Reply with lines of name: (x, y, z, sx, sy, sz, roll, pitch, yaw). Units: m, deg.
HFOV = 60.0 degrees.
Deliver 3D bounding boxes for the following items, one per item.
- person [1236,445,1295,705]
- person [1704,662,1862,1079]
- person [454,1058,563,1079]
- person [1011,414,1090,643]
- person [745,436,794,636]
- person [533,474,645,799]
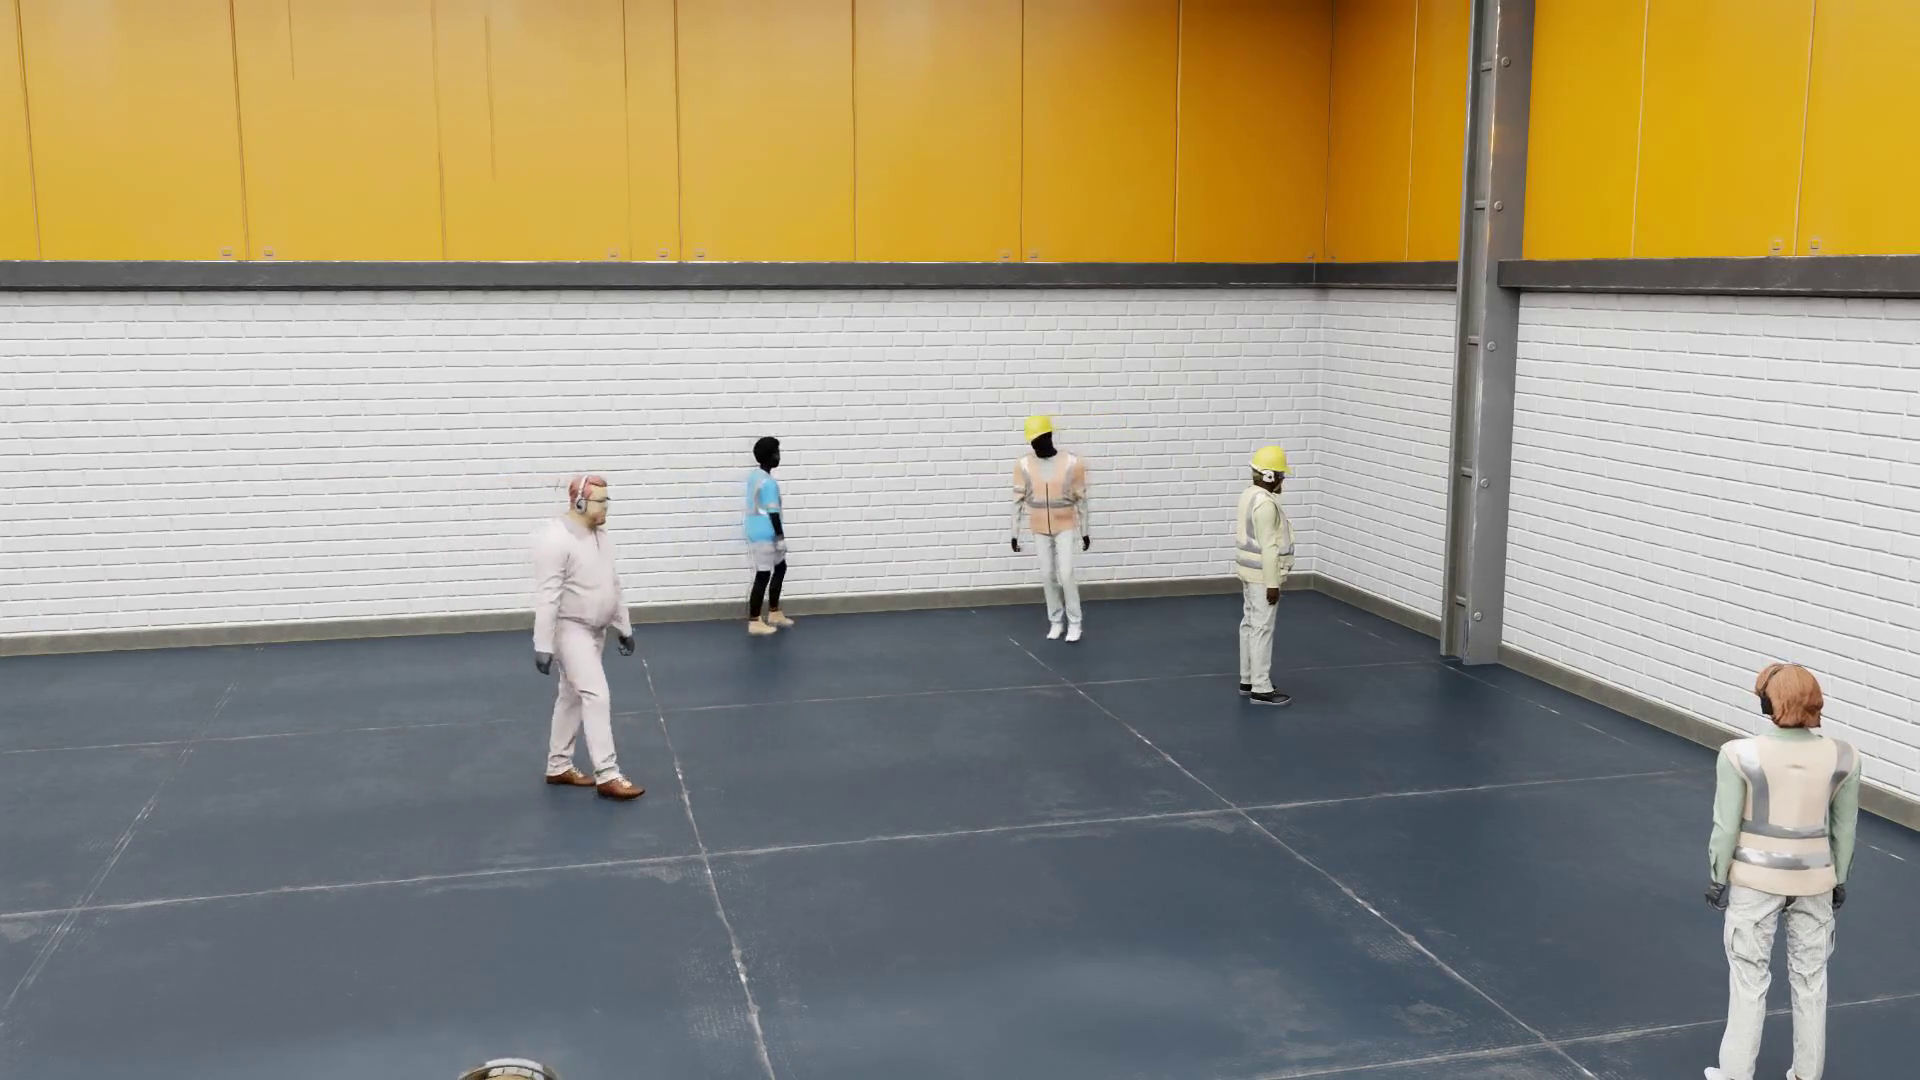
person: (2.157, 0.243, 11.762, 0.404, 1.830, 0.588, -1, 9, -5)
person: (2.980, 1.255, 6.048, 0.511, 1.638, 0.307, 1, 9, 4)
person: (-0.653, 1.674, 2.552, 0.646, 1.929, 0.384, -2, 9, -12)
person: (0.733, -0.094, 13.680, 0.634, 1.884, 0.545, 3, 10, 17)
person: (-1.553, -0.033, 13.949, 0.572, 1.675, 0.547, -3, 10, -19)
person: (-2.101, 0.559, 9.654, 0.844, 1.871, 0.673, 2, 9, 14)
